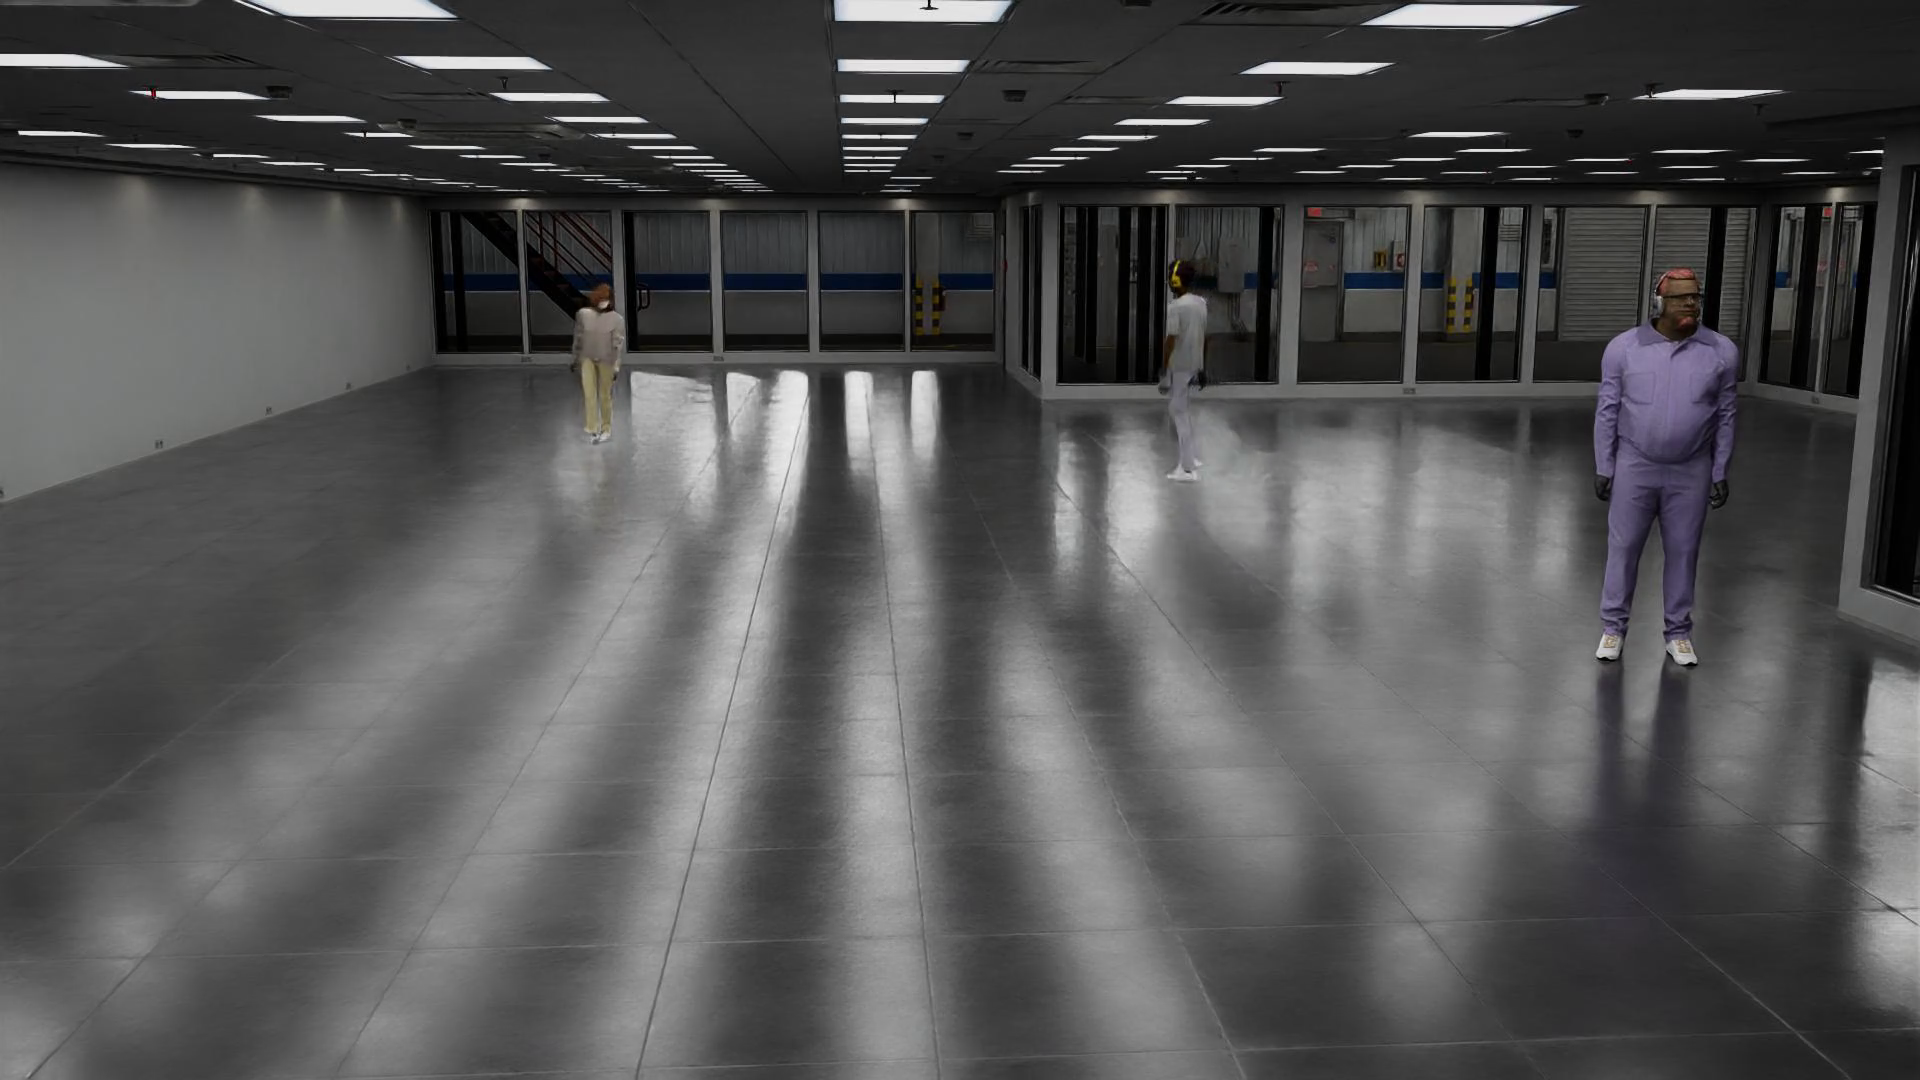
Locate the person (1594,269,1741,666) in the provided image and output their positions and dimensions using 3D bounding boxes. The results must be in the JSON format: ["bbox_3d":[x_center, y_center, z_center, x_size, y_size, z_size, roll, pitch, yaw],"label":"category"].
[{"bbox_3d":[3.397,-0.345,8.042,0.641,1.910,0.407,3,11,16],"label":"person"}]

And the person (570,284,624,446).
[{"bbox_3d":[-3.549,-1.705,16.243,0.557,1.573,0.845,-1,11,-5],"label":"person"}]

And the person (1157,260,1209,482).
[{"bbox_3d":[1.852,-1.413,13.961,0.493,1.852,0.560,9,14,40],"label":"person"}]
